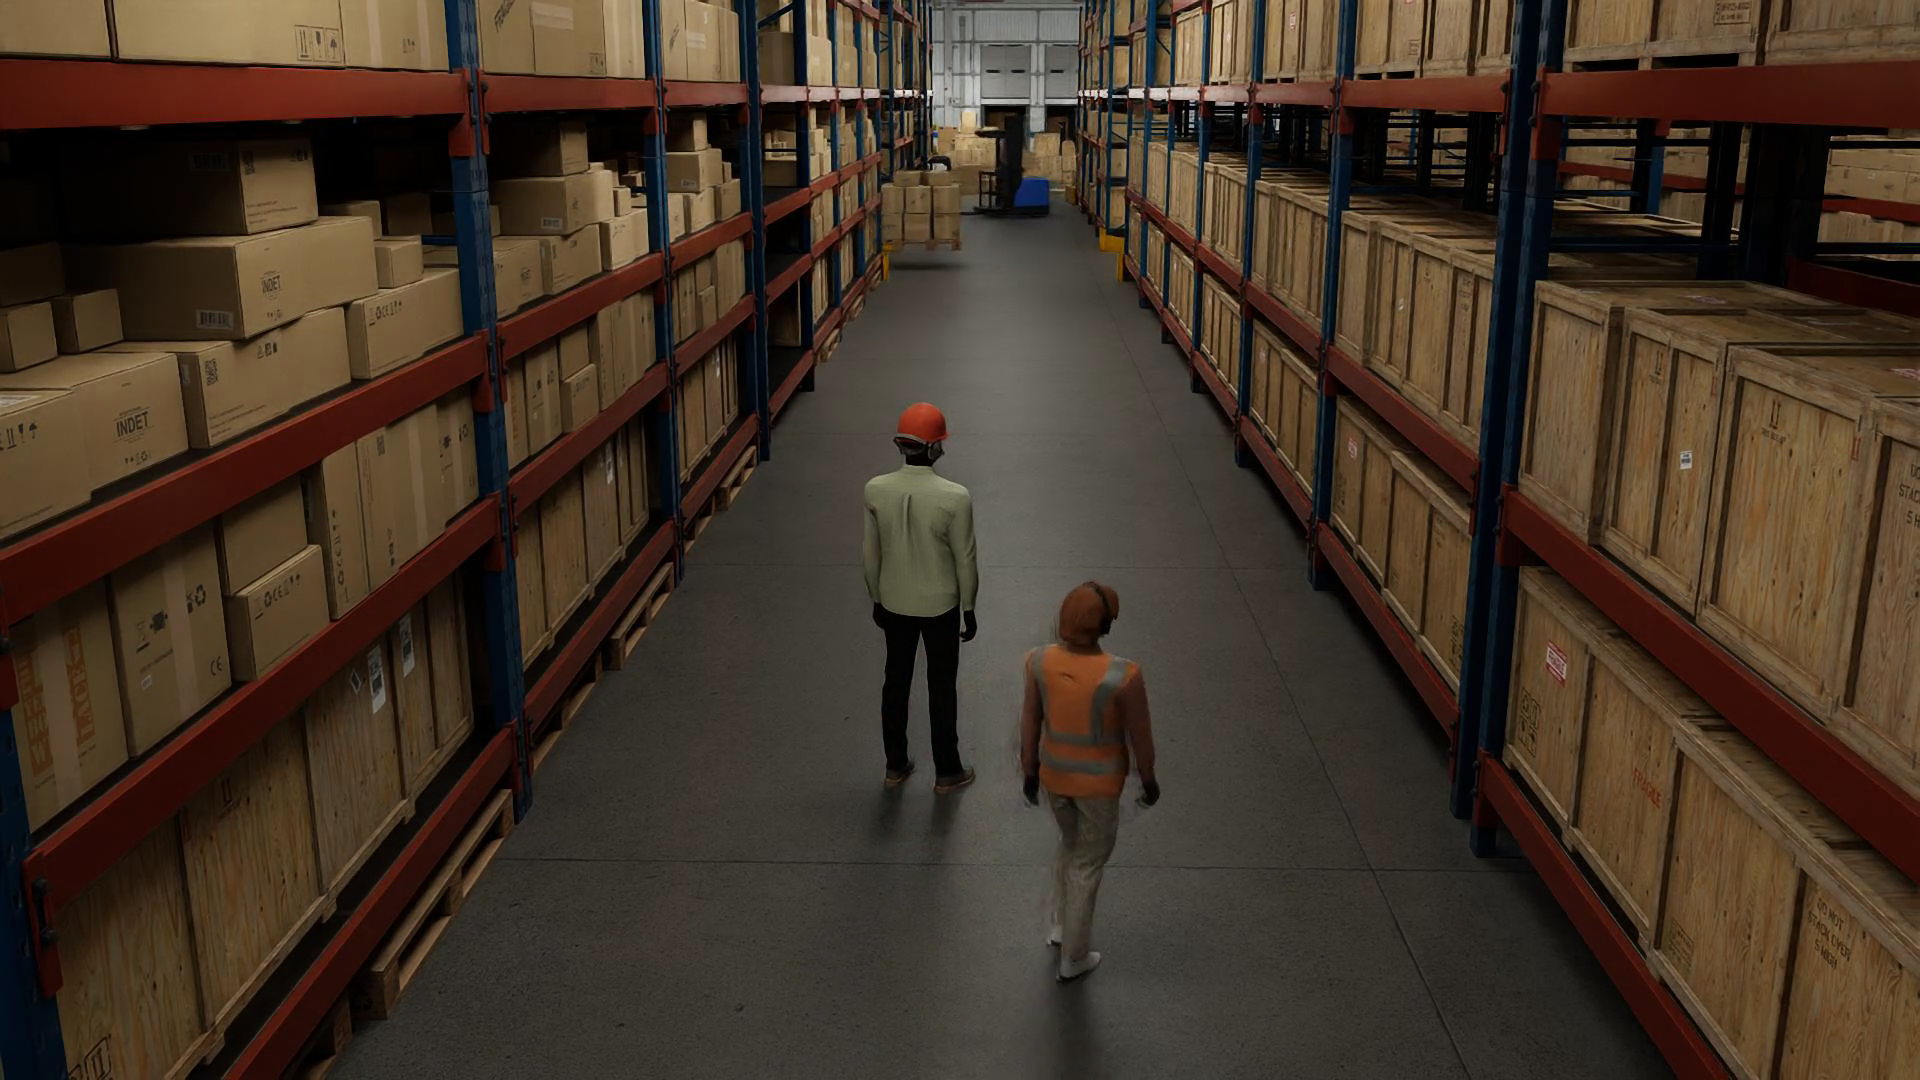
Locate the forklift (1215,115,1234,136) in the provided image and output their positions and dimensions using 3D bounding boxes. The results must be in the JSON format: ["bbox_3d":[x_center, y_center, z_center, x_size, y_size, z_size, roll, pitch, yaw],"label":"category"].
[{"bbox_3d":[7.844,-11.484,50.520,1.129,2.768,1.873,0,15,1],"label":"forklift"}]

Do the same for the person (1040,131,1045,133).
[{"bbox_3d":[3.495,-16.552,71.201,0.630,1.925,0.434,13,20,39],"label":"person"}]

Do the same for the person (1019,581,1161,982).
[{"bbox_3d":[0.523,0.952,6.637,0.518,1.620,0.502,11,19,35],"label":"person"}]

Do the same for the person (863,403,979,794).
[{"bbox_3d":[-0.188,0.300,8.353,0.612,1.995,0.379,6,16,22],"label":"person"}]

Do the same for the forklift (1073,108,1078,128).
[{"bbox_3d":[5.663,-18.473,76.524,1.129,2.768,1.873,-3,15,-12],"label":"forklift"}]

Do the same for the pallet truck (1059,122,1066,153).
[{"bbox_3d":[5.788,-21.111,88.014,1.885,1.965,0.823,5,16,18],"label":"pallet truck"}]

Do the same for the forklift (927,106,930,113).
[{"bbox_3d":[-2.001,-20.667,84.687,1.129,2.768,1.873,0,15,2],"label":"forklift"}]

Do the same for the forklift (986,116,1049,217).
[{"bbox_3d":[1.536,-10.715,47.657,1.873,2.768,1.129,-4,16,-15],"label":"forklift"}]

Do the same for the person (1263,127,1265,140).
[{"bbox_3d":[15.137,-19.465,82.152,0.861,1.876,0.657,1,15,5],"label":"person"}]
